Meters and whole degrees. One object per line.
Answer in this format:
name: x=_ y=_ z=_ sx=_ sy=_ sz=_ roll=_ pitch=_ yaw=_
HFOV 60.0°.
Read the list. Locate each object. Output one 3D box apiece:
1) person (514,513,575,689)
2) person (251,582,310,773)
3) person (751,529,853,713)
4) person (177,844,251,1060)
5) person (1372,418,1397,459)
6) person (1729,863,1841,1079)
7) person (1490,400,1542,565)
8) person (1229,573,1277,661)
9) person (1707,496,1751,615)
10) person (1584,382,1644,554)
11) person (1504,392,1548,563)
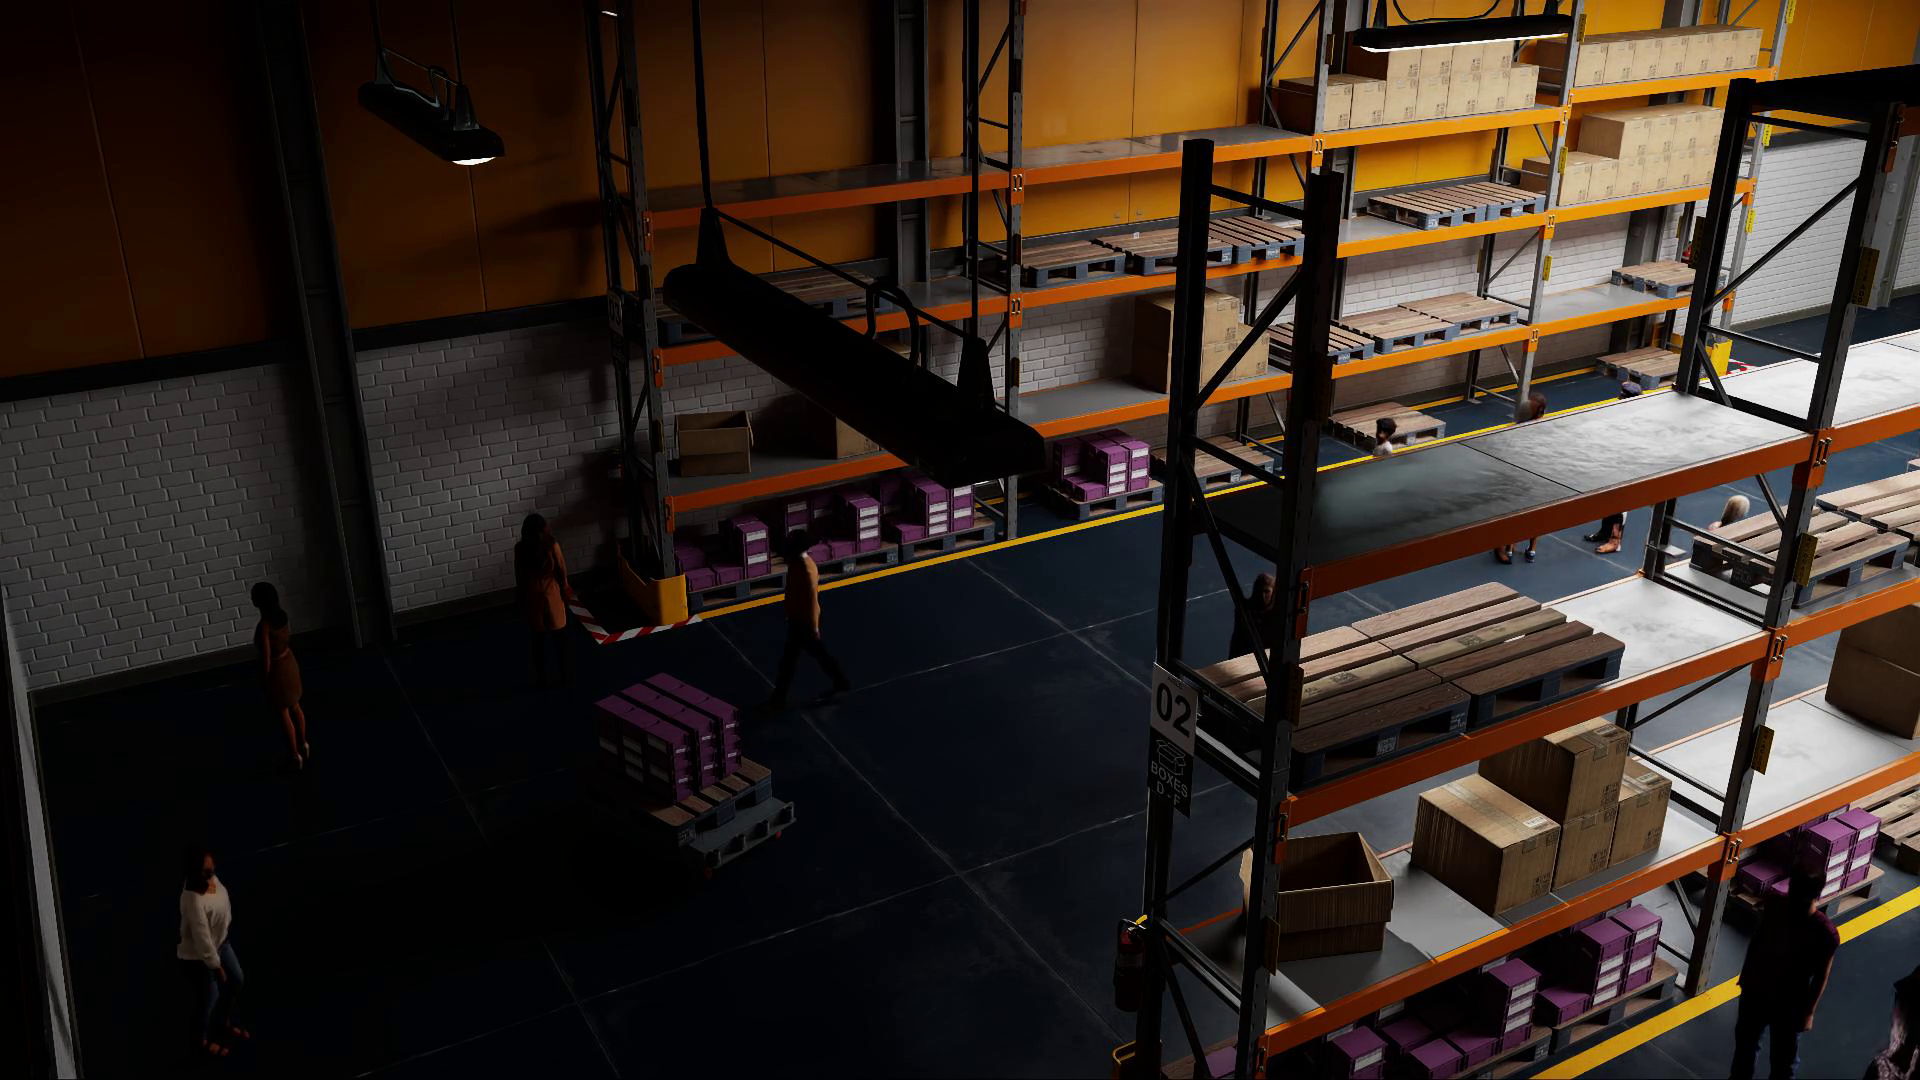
person: x=-3.788 y=0.546 z=15.143 sx=0.686 sy=1.721 sz=0.824 roll=-2 pitch=24 yaw=-5
person: x=-5.666 y=1.127 z=13.856 sx=0.650 sy=1.688 sz=0.634 roll=0 pitch=24 yaw=0
person: x=-1.312 y=0.715 z=14.768 sx=1.249 sy=1.711 sz=0.879 roll=-7 pitch=24 yaw=-15
person: x=-4.835 y=2.602 z=10.527 sx=0.787 sy=1.650 sz=0.756 roll=-7 pitch=25 yaw=-15
person: x=4.823 y=-0.788 z=18.782 sx=0.539 sy=1.250 sz=0.522 roll=-6 pitch=24 yaw=-13
person: x=4.932 y=2.718 z=10.015 sx=0.551 sy=1.849 sz=0.664 roll=-12 pitch=26 yaw=-25
person: x=5.895 y=-0.628 z=17.690 sx=0.749 sy=1.833 sz=0.725 roll=4 pitch=24 yaw=10
person: x=2.512 y=1.021 z=14.108 sx=1.011 sy=1.681 sz=1.151 roll=9 pitch=25 yaw=20
person: x=7.002 y=0.423 z=15.467 sx=1.179 sy=1.686 sz=0.749 roll=-8 pitch=25 yaw=-18
person: x=7.140 y=-0.800 z=18.007 sx=0.774 sy=1.893 sz=0.771 roll=0 pitch=24 yaw=1
person: x=6.045 y=-0.659 z=17.718 sx=0.655 sy=1.866 sz=0.761 roll=0 pitch=24 yaw=1
